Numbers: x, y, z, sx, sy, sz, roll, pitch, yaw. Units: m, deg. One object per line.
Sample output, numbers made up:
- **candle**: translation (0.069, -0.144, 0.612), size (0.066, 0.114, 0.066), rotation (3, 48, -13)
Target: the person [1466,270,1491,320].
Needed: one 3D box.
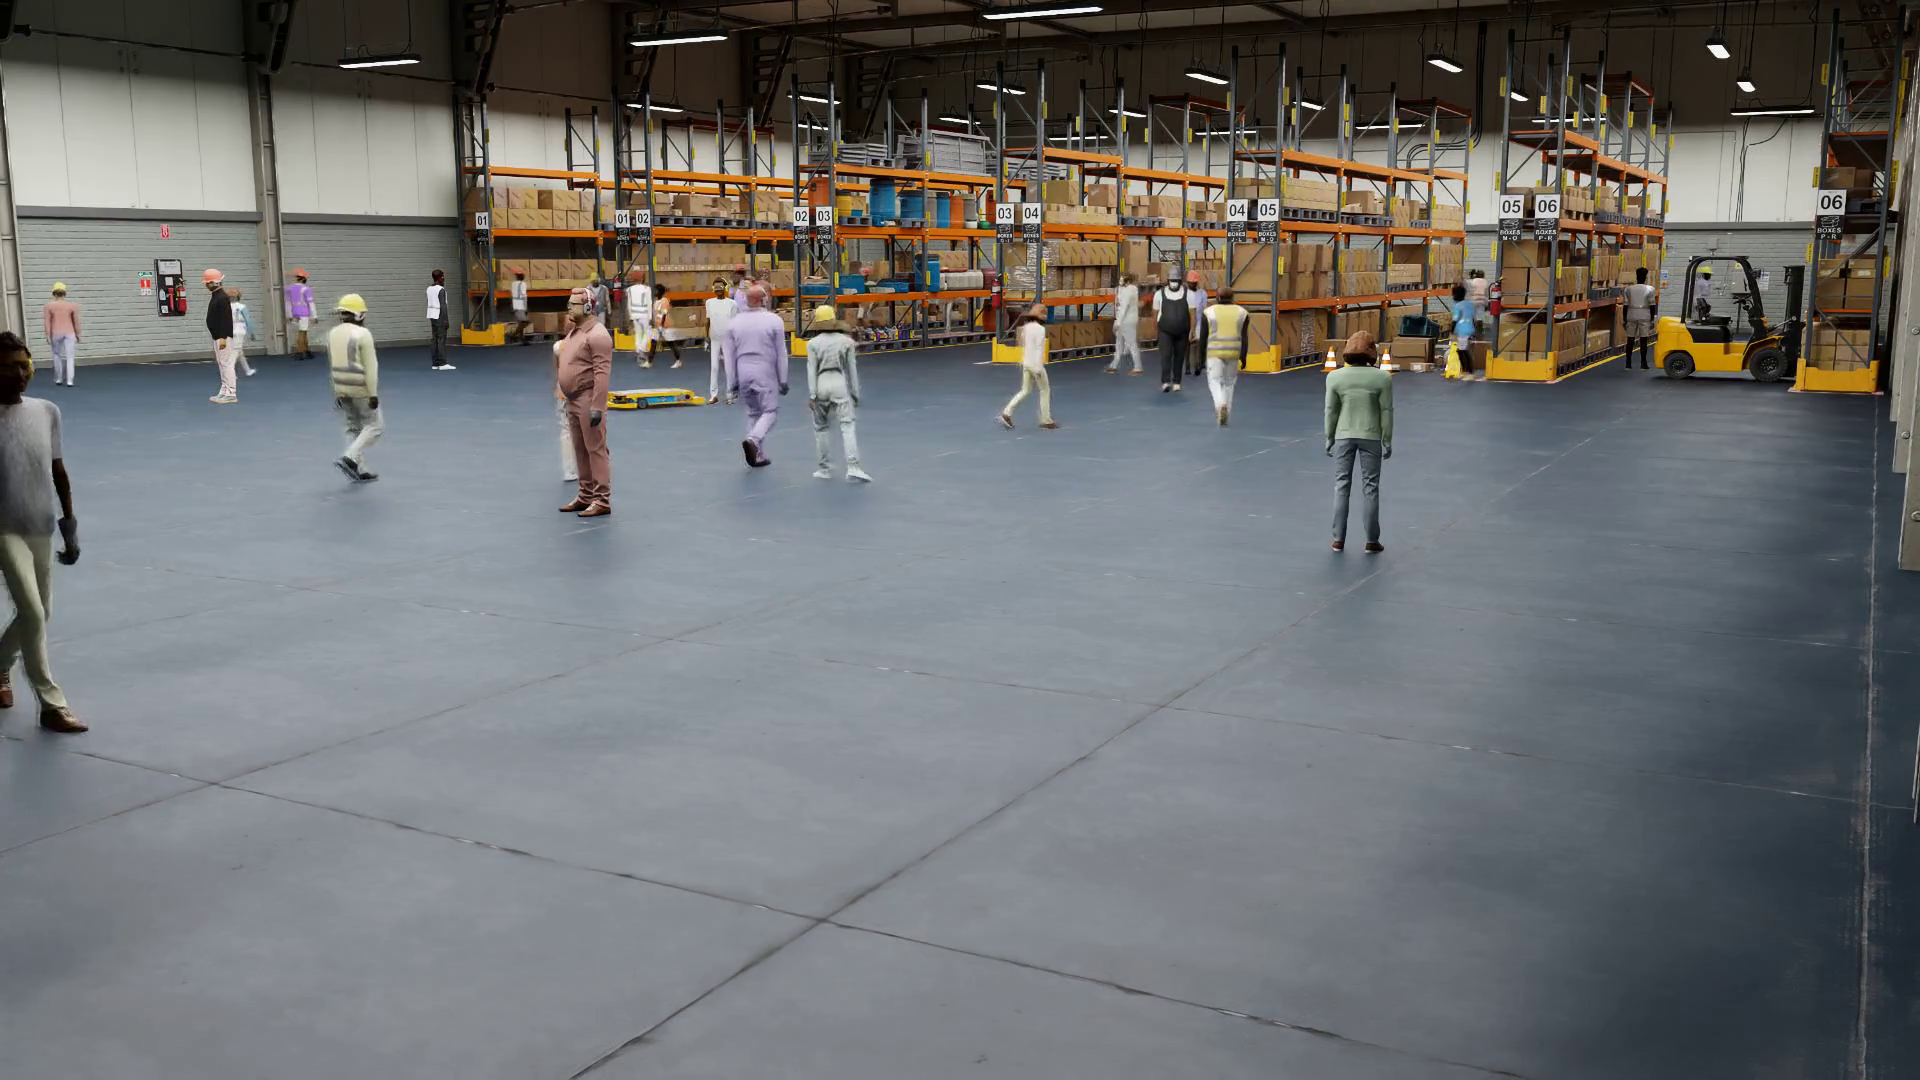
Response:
- **person**: translation (13.733, -6.233, 44.053), size (0.670, 1.802, 0.604), rotation (0, 10, -3)

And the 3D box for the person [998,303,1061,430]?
- **person**: translation (0.875, -2.172, 20.863), size (0.767, 1.600, 0.521), rotation (-4, 11, -24)

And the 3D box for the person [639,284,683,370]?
- **person**: translation (-5.738, -4.097, 31.959), size (0.874, 1.649, 0.531), rotation (-8, 13, -41)

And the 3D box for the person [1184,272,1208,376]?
- **person**: translation (4.230, -3.934, 30.325), size (0.578, 1.880, 1.004), rotation (1, 10, 3)

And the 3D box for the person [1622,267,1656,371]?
- **person**: translation (12.935, -4.208, 31.692), size (0.604, 1.966, 0.367), rotation (7, 12, 35)

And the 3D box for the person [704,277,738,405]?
- **person**: translation (-3.504, -2.920, 24.430), size (0.517, 1.873, 0.328), rotation (1, 10, 4)

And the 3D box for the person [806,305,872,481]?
- **person**: translation (-1.194, -1.418, 16.149), size (0.568, 1.705, 0.679), rotation (-2, 10, -13)

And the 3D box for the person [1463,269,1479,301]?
- **person**: translation (13.616, -6.324, 44.500), size (0.576, 1.824, 0.511), rotation (-3, 10, -17)

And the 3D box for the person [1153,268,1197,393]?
- **person**: translation (3.443, -3.381, 26.636), size (0.692, 2.000, 0.994), rotation (0, 10, 2)

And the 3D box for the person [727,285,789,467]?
- **person**: translation (-2.084, -1.653, 16.961), size (0.652, 1.886, 0.706), rotation (4, 10, 22)

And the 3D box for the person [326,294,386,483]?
- **person**: translation (-5.775, -1.431, 15.856), size (0.622, 1.816, 0.451), rotation (6, 11, 32)

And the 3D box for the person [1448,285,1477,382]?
- **person**: translation (8.721, -3.568, 28.790), size (0.565, 1.659, 0.549), rotation (9, 13, 41)

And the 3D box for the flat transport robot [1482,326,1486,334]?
- **flat transport robot**: translation (14.185, -5.807, 46.014), size (0.652, 0.197, 1.431), rotation (3, 10, 19)

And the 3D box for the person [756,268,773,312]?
- **person**: translation (-4.431, -5.189, 37.610), size (0.404, 1.911, 0.636), rotation (-8, 12, -39)

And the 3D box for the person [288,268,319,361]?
- **person**: translation (-13.691, -4.720, 34.852), size (0.582, 1.906, 0.823), rotation (4, 11, 23)

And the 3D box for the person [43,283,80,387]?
- **person**: translation (-15.068, -3.442, 27.919), size (0.545, 1.712, 0.910), rotation (-7, 12, -35)

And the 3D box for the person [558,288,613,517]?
- **person**: translation (-3.162, -1.154, 13.977), size (0.411, 1.913, 0.643), rotation (-7, 12, -36)

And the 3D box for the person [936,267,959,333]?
- **person**: translation (-0.342, -6.518, 45.508), size (0.635, 1.879, 0.931), rotation (2, 10, 12)

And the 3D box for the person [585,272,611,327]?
- **person**: translation (-8.574, -5.441, 39.368), size (0.623, 1.807, 0.622), rotation (-1, 10, -4)

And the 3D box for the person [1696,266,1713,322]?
- **person**: translation (19.795, -6.317, 44.215), size (0.409, 1.912, 0.585), rotation (9, 14, 44)

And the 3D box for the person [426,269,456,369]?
- **person**: translation (-10.043, -4.242, 32.031), size (0.593, 1.920, 0.392), rotation (9, 13, 43)

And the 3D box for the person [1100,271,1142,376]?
- **person**: translation (2.925, -3.931, 30.270), size (0.918, 1.905, 0.635), rotation (2, 10, 12)

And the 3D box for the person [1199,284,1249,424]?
- **person**: translation (3.397, -2.369, 21.390), size (0.633, 1.825, 0.744), rotation (-1, 10, -3)

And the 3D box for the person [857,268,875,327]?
- **person**: translation (-2.303, -5.788, 41.170), size (0.545, 1.898, 0.958), rotation (5, 11, 28)

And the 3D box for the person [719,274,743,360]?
- **person**: translation (-4.649, -4.674, 34.943), size (0.983, 1.797, 0.536), rotation (-1, 10, -4)

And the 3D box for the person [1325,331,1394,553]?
- **person**: translation (2.928, -0.717, 12.230), size (0.498, 1.633, 0.279), rotation (4, 10, 22)

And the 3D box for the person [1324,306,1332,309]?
- **person**: translation (11.257, -7.484, 50.873), size (0.613, 1.966, 0.646), rotation (-5, 11, -26)

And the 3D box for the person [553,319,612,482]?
- **person**: translation (-3.687, -1.389, 16.225), size (0.519, 1.616, 0.681), rotation (2, 10, 13)

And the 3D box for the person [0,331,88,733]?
- **person**: translation (-4.392, -0.050, 7.727), size (0.841, 1.847, 0.521), rotation (5, 11, 29)

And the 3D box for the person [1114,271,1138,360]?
- **person**: translation (3.472, -4.729, 35.051), size (0.577, 1.868, 0.413), rotation (7, 12, 34)

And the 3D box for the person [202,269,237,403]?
- **person**: translation (-11.018, -3.031, 24.743), size (0.393, 1.986, 0.611), rotation (-6, 12, -33)

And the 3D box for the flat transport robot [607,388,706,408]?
- **flat transport robot**: translation (-4.461, -2.059, 24.070), size (1.431, 0.197, 0.652), rotation (-8, 12, -38)

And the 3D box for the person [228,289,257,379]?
- **person**: translation (-12.839, -3.666, 29.606), size (0.542, 1.584, 0.875), rotation (3, 10, 18)

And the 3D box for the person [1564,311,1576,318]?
- **person**: translation (16.922, -6.578, 45.932), size (0.620, 1.845, 0.430), rotation (-7, 12, -37)

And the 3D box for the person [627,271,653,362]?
- **person**: translation (-6.578, -4.615, 34.354), size (0.599, 1.867, 0.417), rotation (4, 10, 20)

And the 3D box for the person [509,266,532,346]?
- **person**: translation (-10.634, -5.624, 40.104), size (0.564, 1.924, 0.547), rotation (8, 13, 40)

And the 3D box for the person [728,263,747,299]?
- **person**: translation (-4.916, -5.211, 37.419), size (0.628, 2.021, 0.550), rotation (-6, 11, -31)

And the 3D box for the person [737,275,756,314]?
- **person**: translation (-3.536, -3.548, 28.169), size (0.567, 1.849, 0.389), rotation (6, 11, 30)
